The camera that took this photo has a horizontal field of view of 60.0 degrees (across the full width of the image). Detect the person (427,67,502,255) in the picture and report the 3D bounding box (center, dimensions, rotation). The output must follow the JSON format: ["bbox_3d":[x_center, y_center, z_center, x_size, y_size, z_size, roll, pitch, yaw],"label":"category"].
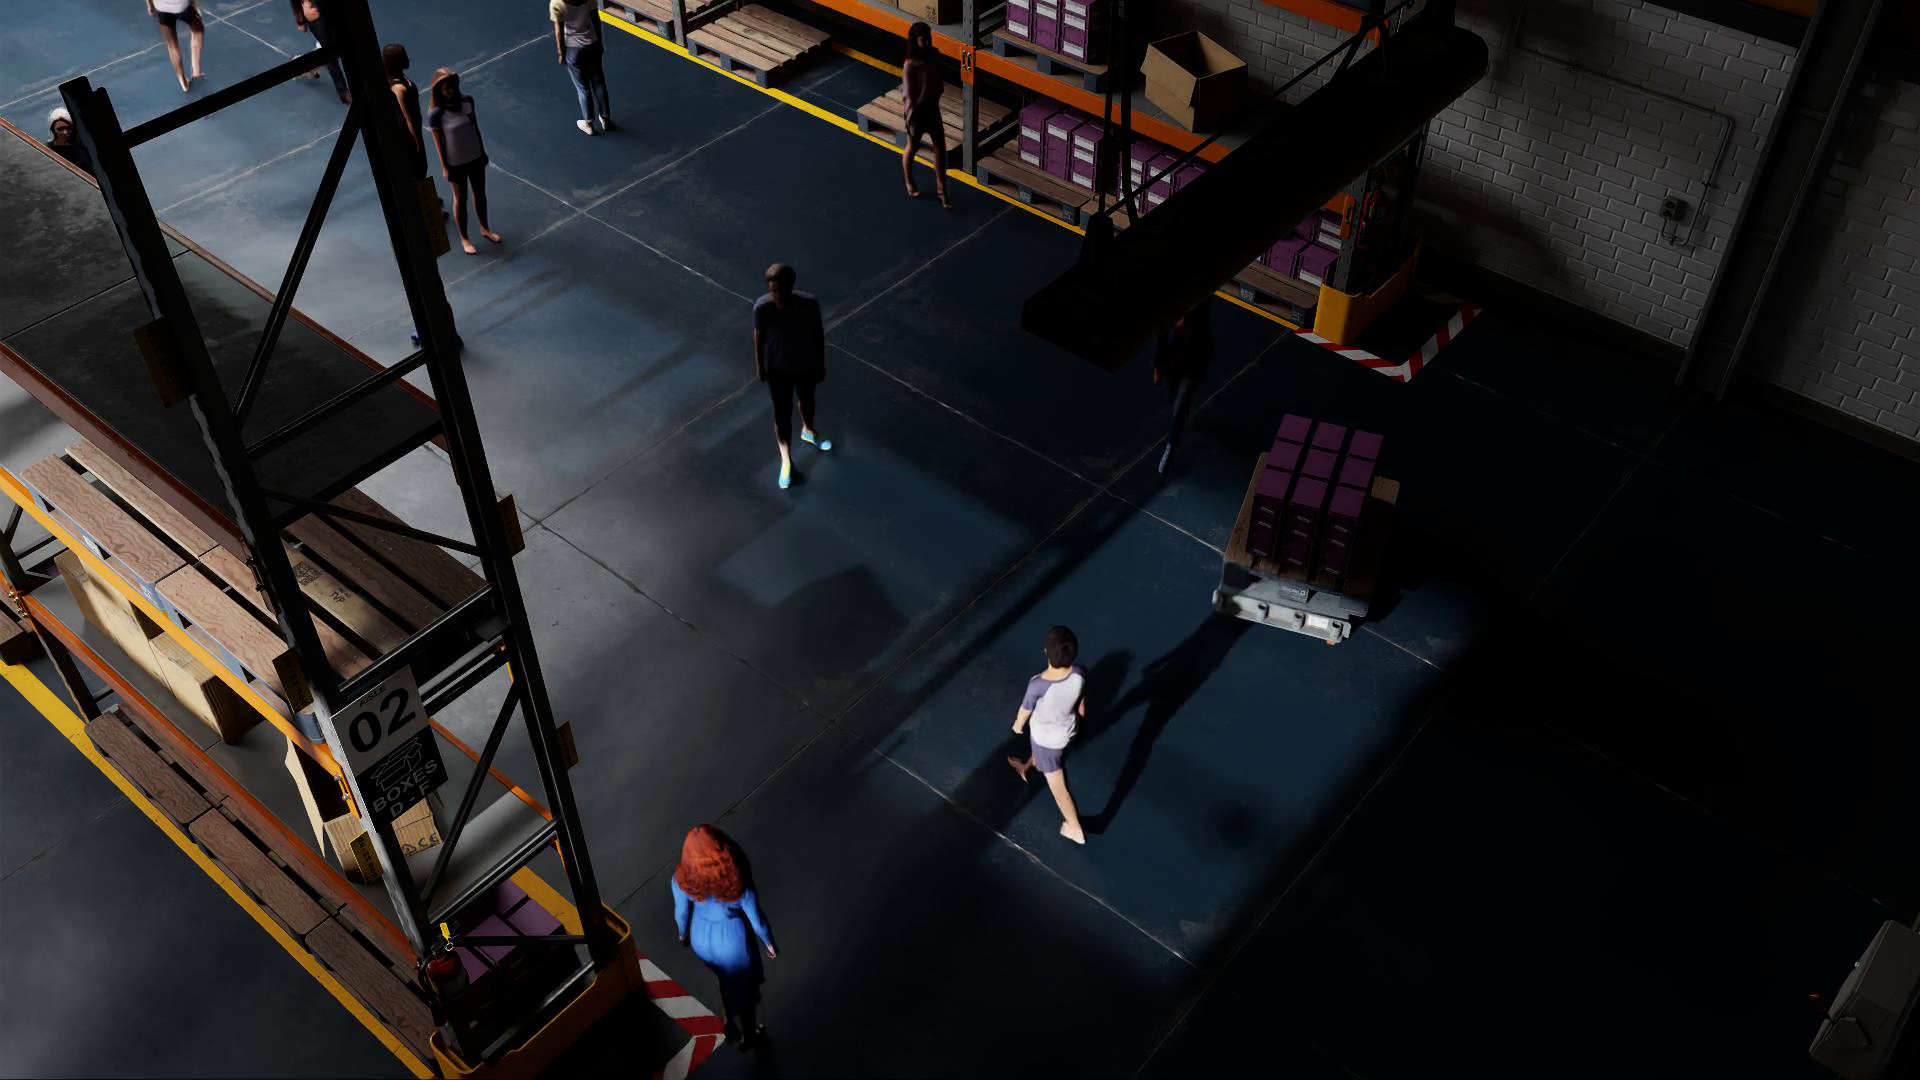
[{"bbox_3d":[-4.331,-3.324,14.470,0.550,1.729,0.612,34,53,30],"label":"person"}]

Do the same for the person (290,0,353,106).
[{"bbox_3d":[-6.374,-5.219,16.356,1.122,1.871,0.886,16,46,16],"label":"person"}]

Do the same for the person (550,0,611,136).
[{"bbox_3d":[-3.621,-4.702,15.918,0.694,1.726,0.657,-22,48,-22],"label":"person"}]

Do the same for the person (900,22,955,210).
[{"bbox_3d":[-0.410,-3.849,14.979,0.696,1.785,0.875,-34,53,-30],"label":"person"}]

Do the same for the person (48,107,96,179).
[{"bbox_3d":[-7.248,-2.825,13.933,0.579,1.747,0.611,34,53,31],"label":"person"}]

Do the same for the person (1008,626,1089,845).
[{"bbox_3d":[0.594,1.195,9.882,0.717,1.513,1.093,-27,50,-25],"label":"person"}]

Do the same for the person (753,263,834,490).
[{"bbox_3d":[-1.233,-1.320,12.277,0.953,1.852,1.043,-12,45,-12],"label":"person"}]

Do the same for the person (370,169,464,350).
[{"bbox_3d":[-4.363,-2.336,13.334,0.688,1.864,0.525,-31,52,-29],"label":"person"}]

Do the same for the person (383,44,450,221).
[{"bbox_3d":[-4.900,-3.623,14.814,0.717,1.686,0.614,-16,46,-16],"label":"person"}]

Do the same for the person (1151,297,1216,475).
[{"bbox_3d":[1.665,-1.303,12.456,1.089,1.579,0.945,11,45,11],"label":"person"}]

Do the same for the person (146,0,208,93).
[{"bbox_3d":[-7.831,-5.267,16.538,0.800,1.689,0.857,-7,44,-8],"label":"person"}]

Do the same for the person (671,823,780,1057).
[{"bbox_3d":[-1.264,2.172,8.636,0.757,1.816,0.864,13,45,13],"label":"person"}]
